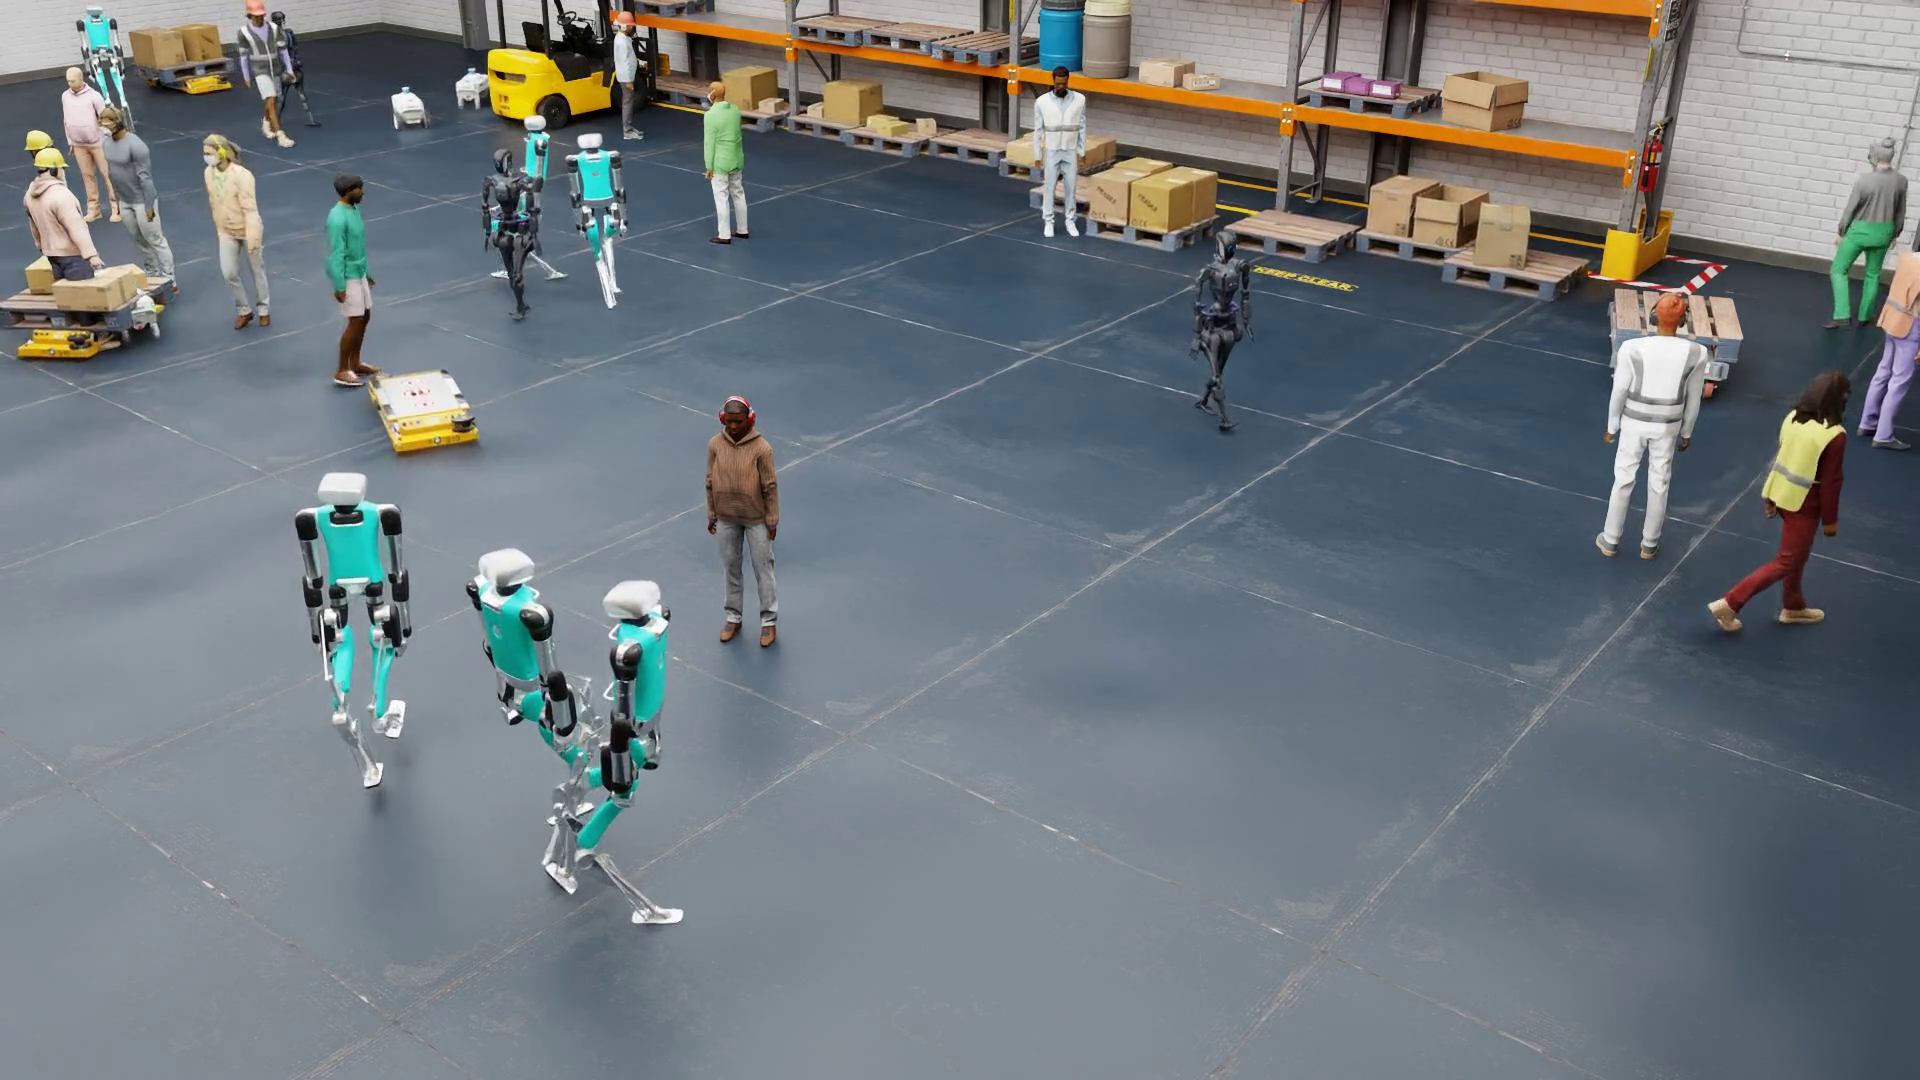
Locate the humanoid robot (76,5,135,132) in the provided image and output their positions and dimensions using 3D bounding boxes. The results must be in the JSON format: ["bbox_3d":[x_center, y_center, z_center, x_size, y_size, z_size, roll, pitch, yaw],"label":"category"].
[{"bbox_3d":[-12.108,-6.600,23.666,0.539,1.896,0.728,-16,30,-29],"label":"humanoid robot"}]

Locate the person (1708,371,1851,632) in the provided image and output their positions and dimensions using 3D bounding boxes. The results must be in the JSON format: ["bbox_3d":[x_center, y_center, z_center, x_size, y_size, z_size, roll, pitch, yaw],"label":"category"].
[{"bbox_3d":[5.157,-0.215,10.329,0.814,1.741,0.472,-2,26,-4],"label":"person"}]

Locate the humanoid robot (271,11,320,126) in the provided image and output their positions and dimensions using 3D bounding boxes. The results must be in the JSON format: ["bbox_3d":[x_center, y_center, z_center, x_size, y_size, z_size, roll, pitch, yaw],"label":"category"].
[{"bbox_3d":[-9.784,-6.830,24.128,0.754,1.626,0.600,7,27,15],"label":"humanoid robot"}]

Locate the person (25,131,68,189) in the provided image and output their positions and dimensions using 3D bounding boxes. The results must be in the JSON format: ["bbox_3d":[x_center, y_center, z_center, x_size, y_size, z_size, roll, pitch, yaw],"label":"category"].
[{"bbox_3d":[-8.837,-3.135,16.343,0.326,1.764,0.527,-12,28,-23],"label":"person"}]

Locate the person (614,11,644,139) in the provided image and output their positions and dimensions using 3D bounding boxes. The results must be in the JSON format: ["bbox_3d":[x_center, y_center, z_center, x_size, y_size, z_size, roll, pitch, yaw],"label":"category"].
[{"bbox_3d":[-4.668,-6.542,23.427,0.351,1.740,0.570,-6,26,-11],"label":"person"}]

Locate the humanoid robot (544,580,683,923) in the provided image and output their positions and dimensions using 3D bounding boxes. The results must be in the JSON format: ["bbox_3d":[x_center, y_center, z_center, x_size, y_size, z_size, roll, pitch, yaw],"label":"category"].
[{"bbox_3d":[-1.775,0.996,7.858,0.933,1.761,0.560,4,26,7],"label":"humanoid robot"}]

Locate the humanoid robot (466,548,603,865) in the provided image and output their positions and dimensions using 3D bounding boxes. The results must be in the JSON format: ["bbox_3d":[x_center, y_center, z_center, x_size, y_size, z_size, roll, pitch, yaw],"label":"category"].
[{"bbox_3d":[-1.960,0.782,8.286,0.553,1.791,0.780,19,32,34],"label":"humanoid robot"}]

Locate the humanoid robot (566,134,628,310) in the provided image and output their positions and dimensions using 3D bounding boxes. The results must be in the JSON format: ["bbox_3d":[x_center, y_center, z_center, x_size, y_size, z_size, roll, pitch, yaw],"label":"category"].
[{"bbox_3d":[-3.579,-3.195,16.514,0.549,1.766,0.879,-6,27,-13],"label":"humanoid robot"}]

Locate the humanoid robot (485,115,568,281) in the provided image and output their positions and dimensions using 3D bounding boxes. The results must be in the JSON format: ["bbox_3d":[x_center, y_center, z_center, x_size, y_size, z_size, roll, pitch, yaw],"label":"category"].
[{"bbox_3d":[-4.599,-3.432,17.059,0.993,1.763,0.531,-9,27,-18],"label":"humanoid robot"}]

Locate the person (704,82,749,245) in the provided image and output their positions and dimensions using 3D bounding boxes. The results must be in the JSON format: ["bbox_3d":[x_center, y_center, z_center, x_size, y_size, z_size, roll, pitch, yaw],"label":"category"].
[{"bbox_3d":[-2.622,-4.198,18.539,0.388,1.776,0.539,18,31,32],"label":"person"}]

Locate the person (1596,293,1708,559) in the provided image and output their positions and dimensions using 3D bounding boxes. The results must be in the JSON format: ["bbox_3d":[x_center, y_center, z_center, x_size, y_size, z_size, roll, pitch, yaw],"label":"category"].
[{"bbox_3d":[4.682,-0.763,11.295,0.573,1.884,0.356,6,26,12],"label":"person"}]

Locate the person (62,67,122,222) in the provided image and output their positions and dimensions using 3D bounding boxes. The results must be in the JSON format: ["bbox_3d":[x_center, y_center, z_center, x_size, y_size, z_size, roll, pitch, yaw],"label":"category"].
[{"bbox_3d":[-10.111,-4.602,19.362,0.522,1.781,0.406,1,26,1],"label":"person"}]

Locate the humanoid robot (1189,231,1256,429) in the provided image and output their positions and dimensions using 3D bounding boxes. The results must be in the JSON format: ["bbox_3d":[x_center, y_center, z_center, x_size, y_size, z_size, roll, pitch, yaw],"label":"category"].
[{"bbox_3d":[2.168,-1.720,13.551,0.612,1.631,0.741,-14,29,-26],"label":"humanoid robot"}]

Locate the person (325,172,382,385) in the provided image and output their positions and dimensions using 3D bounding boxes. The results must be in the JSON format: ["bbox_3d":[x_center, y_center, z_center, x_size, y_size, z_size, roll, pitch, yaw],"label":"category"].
[{"bbox_3d":[-5.333,-2.289,14.531,0.432,1.815,0.613,-1,26,-2],"label":"person"}]

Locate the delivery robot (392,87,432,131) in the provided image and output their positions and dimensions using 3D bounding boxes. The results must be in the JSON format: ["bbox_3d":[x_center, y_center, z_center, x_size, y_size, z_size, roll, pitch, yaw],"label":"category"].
[{"bbox_3d":[-8.045,-6.291,24.270,0.499,0.595,0.797,-12,28,-24],"label":"delivery robot"}]

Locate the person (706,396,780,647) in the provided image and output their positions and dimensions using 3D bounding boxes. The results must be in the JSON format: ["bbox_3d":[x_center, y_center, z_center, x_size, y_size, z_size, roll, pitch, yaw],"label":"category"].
[{"bbox_3d":[-1.327,-0.129,10.254,0.462,1.648,0.327,6,26,12],"label":"person"}]

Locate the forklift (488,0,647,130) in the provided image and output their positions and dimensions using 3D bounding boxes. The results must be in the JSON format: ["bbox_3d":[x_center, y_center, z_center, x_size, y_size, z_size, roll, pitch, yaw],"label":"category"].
[{"bbox_3d":[-5.874,-7.334,24.552,1.214,2.155,2.313,19,32,34],"label":"forklift"}]

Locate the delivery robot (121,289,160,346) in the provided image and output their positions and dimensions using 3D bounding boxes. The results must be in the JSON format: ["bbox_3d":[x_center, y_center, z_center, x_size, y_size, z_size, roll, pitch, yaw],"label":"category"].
[{"bbox_3d":[-7.905,-2.197,15.778,0.499,0.583,0.765,-21,33,-36],"label":"delivery robot"}]

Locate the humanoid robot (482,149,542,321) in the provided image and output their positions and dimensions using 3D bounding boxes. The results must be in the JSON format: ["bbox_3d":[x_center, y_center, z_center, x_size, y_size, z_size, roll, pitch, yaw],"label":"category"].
[{"bbox_3d":[-4.347,-2.960,16.084,0.616,1.639,0.465,6,26,12],"label":"humanoid robot"}]

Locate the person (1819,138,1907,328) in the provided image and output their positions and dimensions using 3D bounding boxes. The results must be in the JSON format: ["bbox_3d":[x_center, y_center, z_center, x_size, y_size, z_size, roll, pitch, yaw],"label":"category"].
[{"bbox_3d":[8.602,-2.892,15.759,0.664,1.837,0.433,1,26,1],"label":"person"}]

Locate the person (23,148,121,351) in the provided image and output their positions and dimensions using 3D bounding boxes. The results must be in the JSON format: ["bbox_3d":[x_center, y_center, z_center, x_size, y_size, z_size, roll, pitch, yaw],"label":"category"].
[{"bbox_3d":[-8.169,-2.628,15.183,0.802,1.860,0.418,14,29,27],"label":"person"}]

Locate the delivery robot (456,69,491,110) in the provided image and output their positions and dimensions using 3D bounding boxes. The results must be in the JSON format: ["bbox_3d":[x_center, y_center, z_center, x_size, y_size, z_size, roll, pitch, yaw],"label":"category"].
[{"bbox_3d":[-7.494,-6.968,25.670,0.499,0.592,0.792,2,26,4],"label":"delivery robot"}]

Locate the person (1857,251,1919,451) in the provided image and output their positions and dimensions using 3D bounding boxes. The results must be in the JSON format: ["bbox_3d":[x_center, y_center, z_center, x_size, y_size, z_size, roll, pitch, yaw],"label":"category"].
[{"bbox_3d":[7.457,-1.614,13.111,0.379,1.836,0.564,0,26,0],"label":"person"}]

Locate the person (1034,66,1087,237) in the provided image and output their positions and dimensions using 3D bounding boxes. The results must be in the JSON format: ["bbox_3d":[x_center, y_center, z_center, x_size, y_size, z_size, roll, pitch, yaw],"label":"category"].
[{"bbox_3d":[1.125,-4.386,18.775,0.600,1.907,0.401,-4,26,-9],"label":"person"}]

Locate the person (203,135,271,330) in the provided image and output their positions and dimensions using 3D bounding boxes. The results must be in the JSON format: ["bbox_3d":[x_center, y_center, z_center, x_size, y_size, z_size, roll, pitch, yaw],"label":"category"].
[{"bbox_3d":[-6.847,-2.893,15.739,0.521,1.857,0.543,0,26,0],"label":"person"}]

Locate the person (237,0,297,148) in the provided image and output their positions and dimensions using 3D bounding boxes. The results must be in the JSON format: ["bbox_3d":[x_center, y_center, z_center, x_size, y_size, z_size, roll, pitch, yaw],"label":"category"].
[{"bbox_3d":[-9.655,-6.513,23.084,1.010,2.004,0.612,20,32,35],"label":"person"}]

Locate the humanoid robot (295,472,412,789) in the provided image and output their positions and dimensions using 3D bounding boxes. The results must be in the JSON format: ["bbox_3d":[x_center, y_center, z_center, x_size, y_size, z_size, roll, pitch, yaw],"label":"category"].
[{"bbox_3d":[-3.163,0.527,8.782,0.554,1.737,1.013,-6,26,-12],"label":"humanoid robot"}]

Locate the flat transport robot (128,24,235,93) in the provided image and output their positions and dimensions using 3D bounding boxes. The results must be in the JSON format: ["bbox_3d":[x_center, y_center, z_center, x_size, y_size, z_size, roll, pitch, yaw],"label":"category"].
[{"bbox_3d":[-12.559,-7.465,27.030,1.431,0.231,0.659,18,31,33],"label":"flat transport robot"}]

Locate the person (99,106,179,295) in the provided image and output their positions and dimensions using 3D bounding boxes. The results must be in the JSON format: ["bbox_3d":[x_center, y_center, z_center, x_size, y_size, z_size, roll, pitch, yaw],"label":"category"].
[{"bbox_3d":[-8.260,-3.379,16.671,0.620,1.930,0.388,14,29,27],"label":"person"}]

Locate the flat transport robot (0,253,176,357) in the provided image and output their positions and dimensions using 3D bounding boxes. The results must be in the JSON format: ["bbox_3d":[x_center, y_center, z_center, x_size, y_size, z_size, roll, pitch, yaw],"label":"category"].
[{"bbox_3d":[-8.256,-2.052,15.820,0.659,0.231,1.431,2,26,4],"label":"flat transport robot"}]

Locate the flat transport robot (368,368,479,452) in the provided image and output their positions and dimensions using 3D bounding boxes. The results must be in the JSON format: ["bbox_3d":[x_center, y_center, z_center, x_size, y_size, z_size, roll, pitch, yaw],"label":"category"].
[{"bbox_3d":[-4.486,-1.101,13.850,0.659,0.231,1.431,-12,28,-23],"label":"flat transport robot"}]
